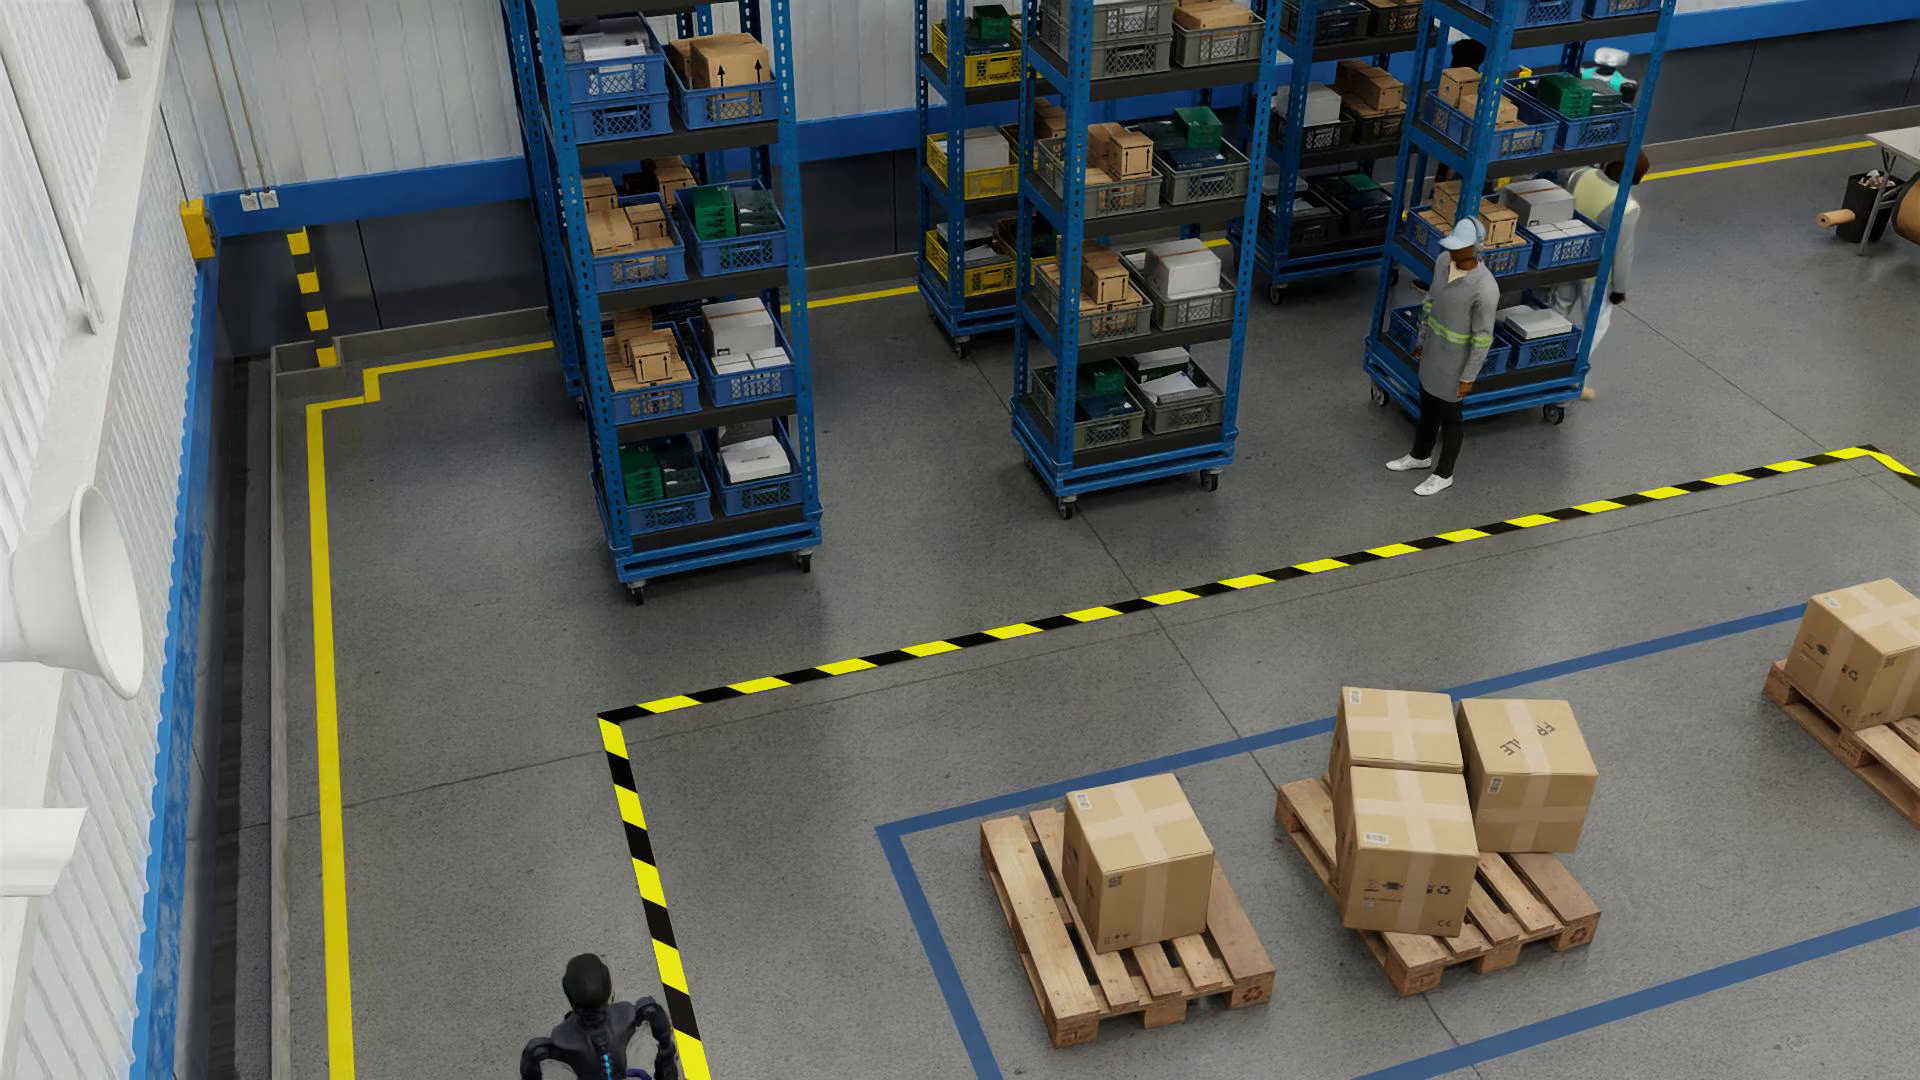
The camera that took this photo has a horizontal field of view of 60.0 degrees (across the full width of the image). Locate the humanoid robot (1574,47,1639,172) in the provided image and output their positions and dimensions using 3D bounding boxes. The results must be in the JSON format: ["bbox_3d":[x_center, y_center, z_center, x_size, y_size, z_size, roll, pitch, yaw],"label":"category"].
[{"bbox_3d":[5.022,-3.095,13.223,0.550,1.832,0.902,20,40,26],"label":"humanoid robot"}]

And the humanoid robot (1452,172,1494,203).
[{"bbox_3d":[3.695,-2.196,12.002,0.774,1.636,0.599,-7,36,-10],"label":"humanoid robot"}]

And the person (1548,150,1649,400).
[{"bbox_3d":[4.286,-1.857,11.357,0.430,1.815,0.694,-15,38,-20],"label":"person"}]

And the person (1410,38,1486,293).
[{"bbox_3d":[3.754,-2.823,12.604,0.397,1.953,0.617,24,42,30],"label":"person"}]

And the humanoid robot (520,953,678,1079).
[{"bbox_3d":[-1.270,2.057,5.919,0.585,1.651,0.458,-18,39,-24],"label":"humanoid robot"}]

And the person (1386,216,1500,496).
[{"bbox_3d":[2.996,-1.140,10.298,0.384,1.851,0.596,-12,37,-16],"label":"person"}]

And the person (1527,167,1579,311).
[{"bbox_3d":[4.103,-2.164,11.703,0.459,1.914,0.635,9,36,13],"label":"person"}]
